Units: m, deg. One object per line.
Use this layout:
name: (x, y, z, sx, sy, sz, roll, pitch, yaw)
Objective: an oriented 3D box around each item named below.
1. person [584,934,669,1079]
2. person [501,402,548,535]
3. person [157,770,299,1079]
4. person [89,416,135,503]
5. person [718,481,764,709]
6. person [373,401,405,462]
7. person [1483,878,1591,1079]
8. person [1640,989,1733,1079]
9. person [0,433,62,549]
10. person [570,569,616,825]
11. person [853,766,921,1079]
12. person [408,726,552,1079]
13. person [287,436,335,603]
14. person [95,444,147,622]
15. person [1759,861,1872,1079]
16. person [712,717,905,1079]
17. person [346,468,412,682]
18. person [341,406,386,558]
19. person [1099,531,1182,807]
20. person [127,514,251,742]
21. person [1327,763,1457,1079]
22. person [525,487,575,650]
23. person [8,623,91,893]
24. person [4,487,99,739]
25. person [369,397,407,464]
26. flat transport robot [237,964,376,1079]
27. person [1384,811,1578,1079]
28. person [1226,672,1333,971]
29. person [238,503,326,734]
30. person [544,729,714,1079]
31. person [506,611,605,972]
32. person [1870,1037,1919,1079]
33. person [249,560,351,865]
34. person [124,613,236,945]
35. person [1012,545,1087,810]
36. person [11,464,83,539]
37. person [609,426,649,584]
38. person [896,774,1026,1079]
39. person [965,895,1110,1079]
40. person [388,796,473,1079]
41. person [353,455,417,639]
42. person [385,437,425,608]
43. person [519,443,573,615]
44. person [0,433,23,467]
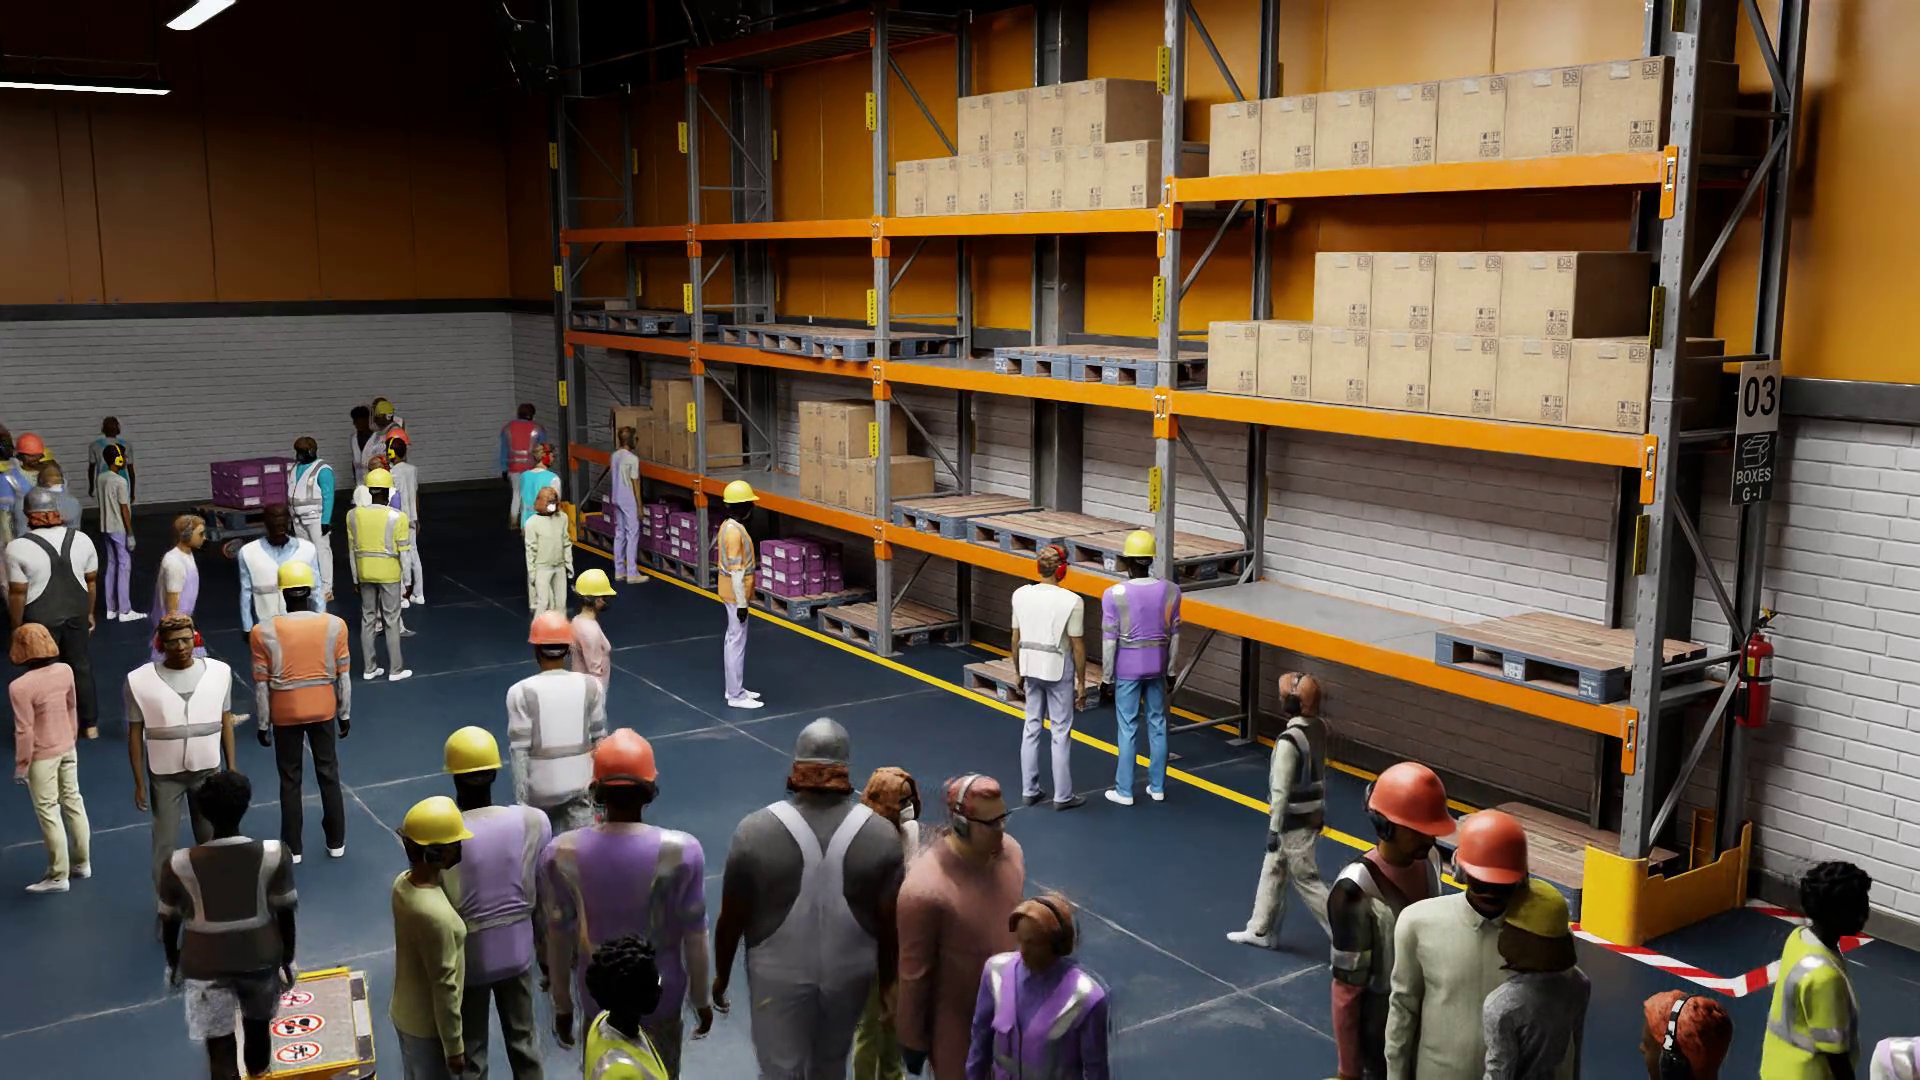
person: (-1.051, 2.069, 5.280, 0.321, 1.697, 0.529, -3, 10, -16)
person: (-5.957, -0.977, 22.819, 0.635, 1.820, 0.446, 1, 10, 3)
person: (-3.094, 1.790, 7.070, 0.543, 1.650, 0.892, -5, 11, -25)
person: (-10.684, -0.658, 20.994, 0.524, 1.809, 0.941, -6, 11, -32)
person: (-1.863, 0.456, 14.067, 0.360, 1.930, 0.589, -2, 10, -11)
person: (-7.897, -1.017, 23.030, 0.403, 1.824, 0.593, -7, 12, -36)
person: (1.906, 1.983, 5.640, 0.492, 1.746, 0.284, -7, 12, -34)
person: (1.935, 2.116, 4.481, 0.575, 1.880, 0.359, -6, 11, -31)
person: (-9.330, -0.066, 16.804, 0.396, 2.038, 0.614, 8, 12, 38)
person: (-2.416, 1.061, 10.996, 0.326, 1.767, 0.533, -4, 10, -23)
person: (-0.301, 1.771, 7.214, 0.278, 1.633, 0.507, 5, 11, 26)
person: (-1.938, 1.701, 6.773, 0.594, 1.922, 0.386, -7, 12, -35)
person: (-7.163, -0.225, 18.329, 0.627, 1.843, 0.429, 5, 11, 29)
person: (-8.806, -0.076, 17.398, 0.510, 1.863, 0.327, 6, 11, 32)
person: (3.127, 1.966, 5.963, 0.685, 1.665, 0.552, 5, 11, 25)
person: (-0.575, 1.689, 6.507, 0.753, 2.000, 0.926, -2, 10, -13)
person: (-5.193, 0.315, 14.945, 0.581, 1.919, 0.401, 1, 10, 6)
person: (-7.493, -0.726, 21.014, 0.642, 1.914, 0.916, 3, 10, 16)
person: (1.238, 0.891, 11.524, 0.587, 1.927, 0.369, -3, 10, -19)
person: (-6.201, 0.687, 13.163, 0.871, 1.789, 0.556, -2, 10, -10)
person: (1.578, 1.779, 6.032, 0.612, 2.029, 0.407, -9, 13, -44)
person: (-3.934, 0.288, 15.957, 0.278, 1.622, 0.510, 8, 12, 39)
person: (-5.478, 1.301, 9.974, 0.281, 1.633, 0.501, 2, 10, 9)
person: (-7.098, 0.590, 12.953, 0.536, 2.000, 0.688, 6, 11, 32)
person: (-8.118, -1.108, 23.545, 0.586, 1.829, 0.409, -2, 10, -9)
flat transport robot: (-3.128, 2.345, 7.839, 0.652, 0.197, 1.431, -4, 10, -22)
person: (1.755, 1.864, 5.650, 0.617, 1.986, 0.416, 2, 10, 13)
person: (1.845, 1.496, 8.907, 0.816, 1.604, 0.522, 6, 11, 30)
person: (-5.306, 0.645, 13.079, 0.609, 1.890, 0.679, -7, 12, -34)
person: (-1.258, 1.727, 6.329, 0.614, 2.024, 0.536, 1, 10, 5)
person: (-2.206, 1.328, 9.074, 0.554, 1.880, 0.972, -6, 11, -30)
person: (3.110, 2.104, 5.238, 0.513, 1.642, 0.313, 4, 10, 21)
person: (-4.132, 1.079, 10.463, 0.581, 1.919, 0.397, -7, 12, -34)
person: (-4.345, 1.305, 9.326, 0.563, 1.847, 0.389, -8, 12, -39)
person: (0.613, 0.957, 11.461, 0.597, 1.849, 0.462, 7, 12, 34)
person: (-8.485, 0.225, 15.487, 0.797, 1.912, 0.629, 8, 13, 41)
person: (-3.889, -0.410, 19.423, 0.516, 1.840, 0.343, 9, 13, 43)
person: (-0.015, 1.782, 6.415, 0.718, 1.882, 0.649, 7, 12, 37)
person: (0.323, 2.005, 5.952, 0.513, 1.599, 0.848, 8, 12, 38)
person: (-2.014, 1.845, 6.415, 0.341, 1.760, 0.525, -6, 11, -32)
person: (-5.743, 0.080, 16.519, 0.565, 1.846, 0.390, 4, 10, 21)
person: (-6.068, -0.191, 18.075, 0.328, 1.862, 0.509, 4, 11, 23)
person: (-4.417, -0.099, 17.630, 0.599, 1.836, 0.431, 6, 11, 30)
person: (-10.725, -0.291, 18.724, 0.340, 1.839, 0.504, 6, 11, 32)
